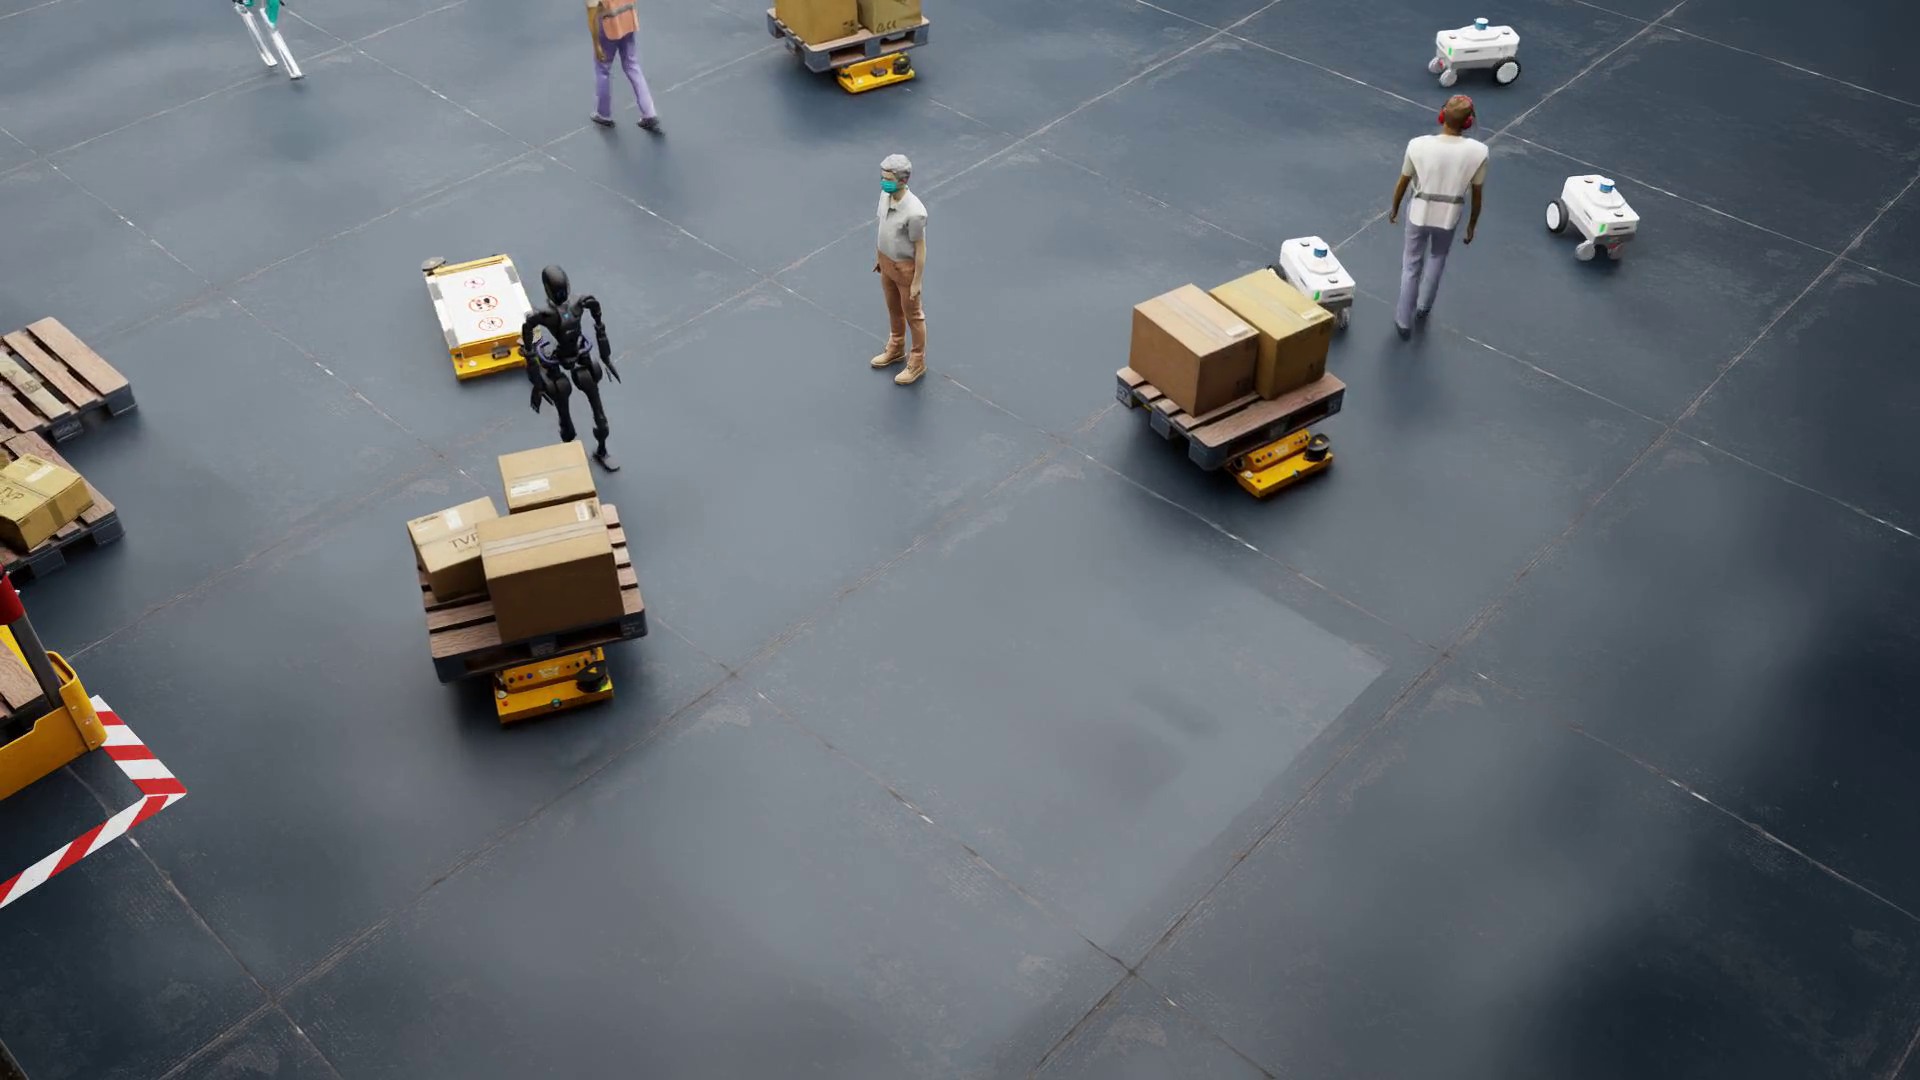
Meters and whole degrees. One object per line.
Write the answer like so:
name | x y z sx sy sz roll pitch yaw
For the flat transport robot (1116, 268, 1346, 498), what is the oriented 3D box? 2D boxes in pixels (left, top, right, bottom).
flat transport robot | 1.838 -0.846 11.466 0.659 0.231 1.431 -24 47 -24

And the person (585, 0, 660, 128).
person | -2.951 -4.365 14.227 0.638 1.820 0.567 32 51 31

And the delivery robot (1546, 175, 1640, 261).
delivery robot | 5.042 -2.591 13.197 0.513 0.601 0.773 -7 42 -8

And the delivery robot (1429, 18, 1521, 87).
delivery robot | 4.762 -4.510 15.315 0.768 0.581 0.499 -7 42 -7

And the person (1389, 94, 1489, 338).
person | 3.406 -2.353 11.978 0.588 1.814 0.657 6 42 7

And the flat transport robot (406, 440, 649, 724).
flat transport robot | -2.543 0.472 10.002 0.659 0.231 1.431 -13 44 -14

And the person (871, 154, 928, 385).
person | -0.419 -1.883 11.514 0.320 1.747 0.475 -28 49 -28

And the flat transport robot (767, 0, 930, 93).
flat transport robot | -1.055 -4.638 15.682 0.659 0.231 1.431 -21 46 -22

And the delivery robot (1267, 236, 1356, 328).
delivery robot | 2.666 -1.960 12.503 0.499 0.612 0.814 -10 43 -11

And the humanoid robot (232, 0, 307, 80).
humanoid robot | -6.343 -5.004 14.996 0.561 1.738 1.026 -26 48 -26

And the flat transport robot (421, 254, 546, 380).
flat transport robot | -3.570 -1.717 12.434 0.659 0.231 1.431 -16 44 -17

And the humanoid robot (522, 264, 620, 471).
humanoid robot | -2.515 -1.104 10.706 0.609 1.635 0.417 -25 48 -25
